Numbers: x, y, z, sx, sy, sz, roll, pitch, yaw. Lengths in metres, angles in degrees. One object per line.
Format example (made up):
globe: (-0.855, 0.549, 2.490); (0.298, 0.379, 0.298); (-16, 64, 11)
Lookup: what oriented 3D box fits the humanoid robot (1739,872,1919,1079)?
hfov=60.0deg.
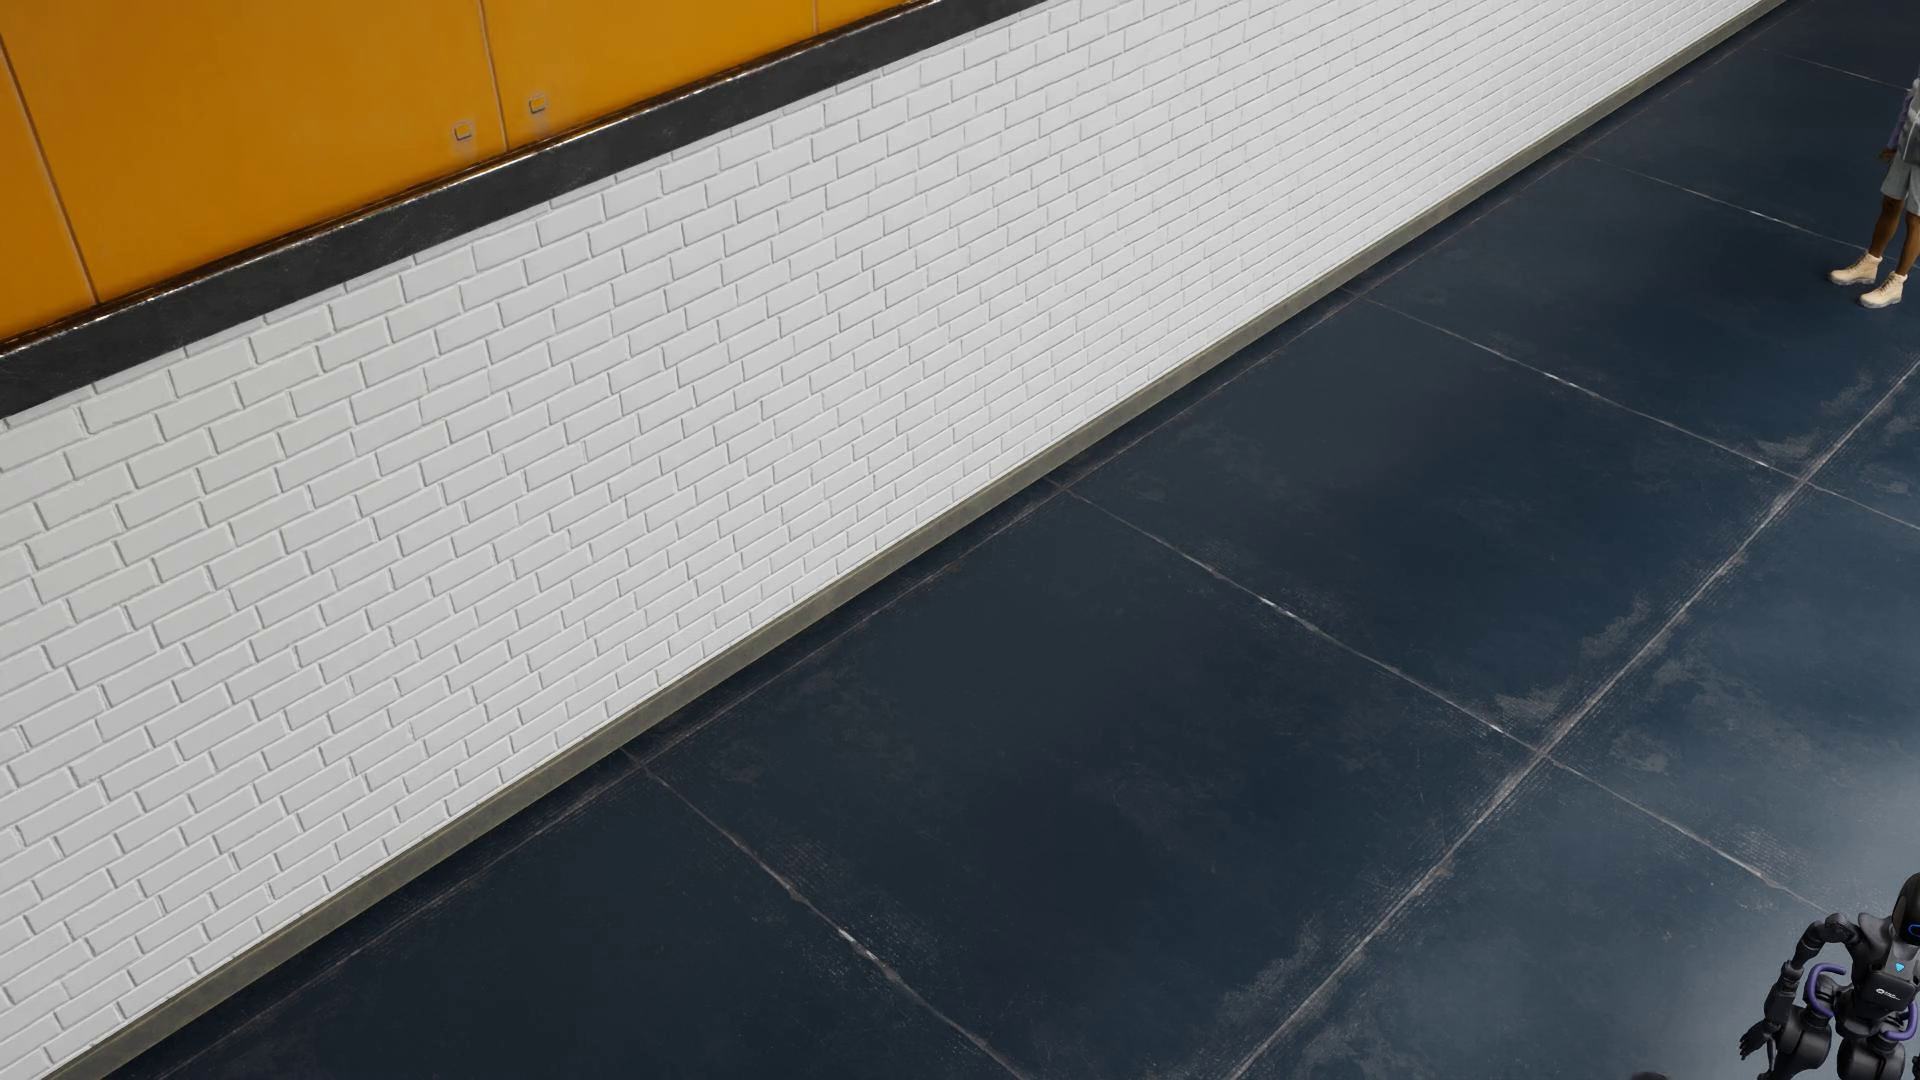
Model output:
humanoid robot: (3.020, 1.701, 5.654); (0.599, 1.657, 0.315); (17, 42, 20)

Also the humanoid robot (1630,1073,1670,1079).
humanoid robot: (1.925, 2.217, 5.075); (0.611, 1.645, 0.788); (-8, 39, -9)

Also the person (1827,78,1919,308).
person: (6.111, -2.448, 10.564); (0.371, 2.043, 0.604); (-7, 39, -9)
